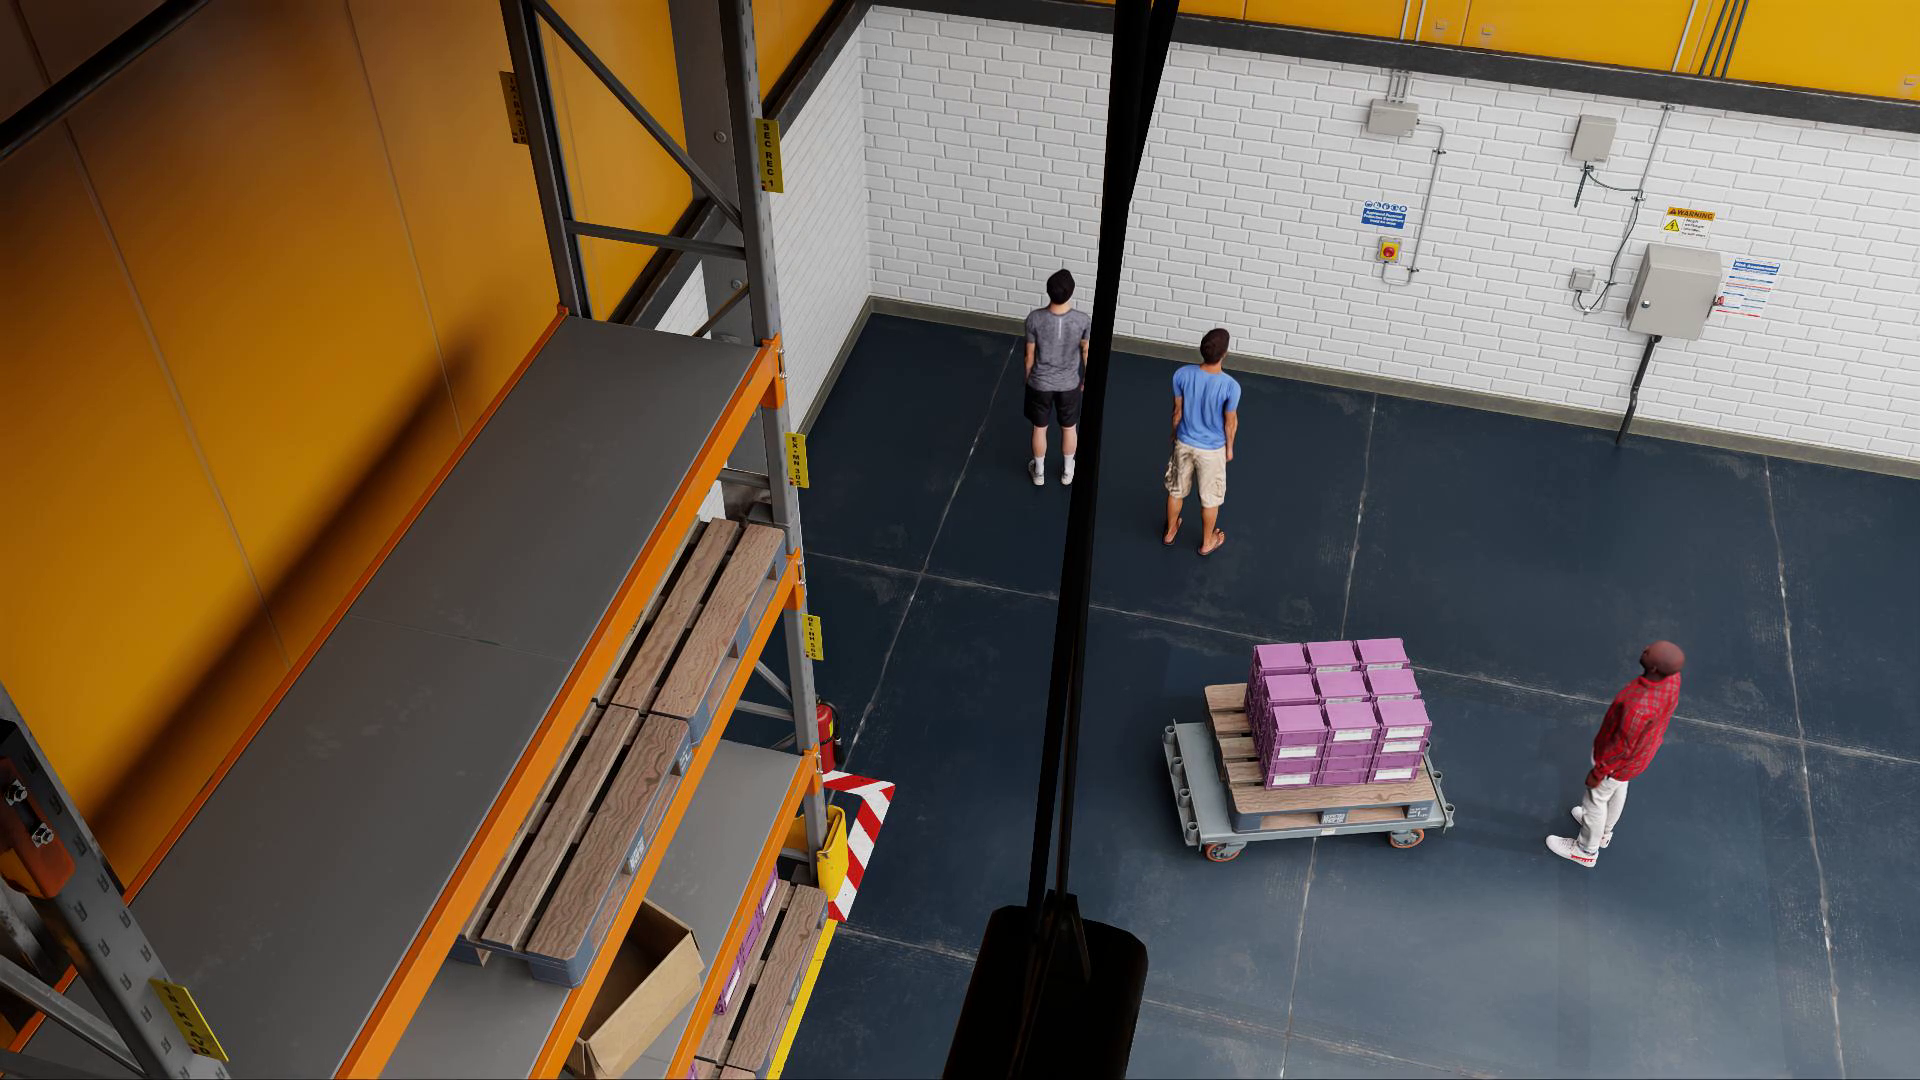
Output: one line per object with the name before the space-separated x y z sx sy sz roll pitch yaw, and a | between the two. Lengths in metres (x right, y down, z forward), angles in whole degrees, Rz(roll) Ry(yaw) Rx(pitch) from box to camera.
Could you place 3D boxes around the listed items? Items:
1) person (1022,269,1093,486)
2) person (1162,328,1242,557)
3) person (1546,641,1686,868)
person | 0.691 -1.170 12.150 0.712 1.871 0.636 0 44 0
person | 1.683 -0.684 11.646 0.689 1.862 0.609 18 47 18
person | 3.863 1.224 9.674 0.701 1.820 0.819 -33 53 -30
